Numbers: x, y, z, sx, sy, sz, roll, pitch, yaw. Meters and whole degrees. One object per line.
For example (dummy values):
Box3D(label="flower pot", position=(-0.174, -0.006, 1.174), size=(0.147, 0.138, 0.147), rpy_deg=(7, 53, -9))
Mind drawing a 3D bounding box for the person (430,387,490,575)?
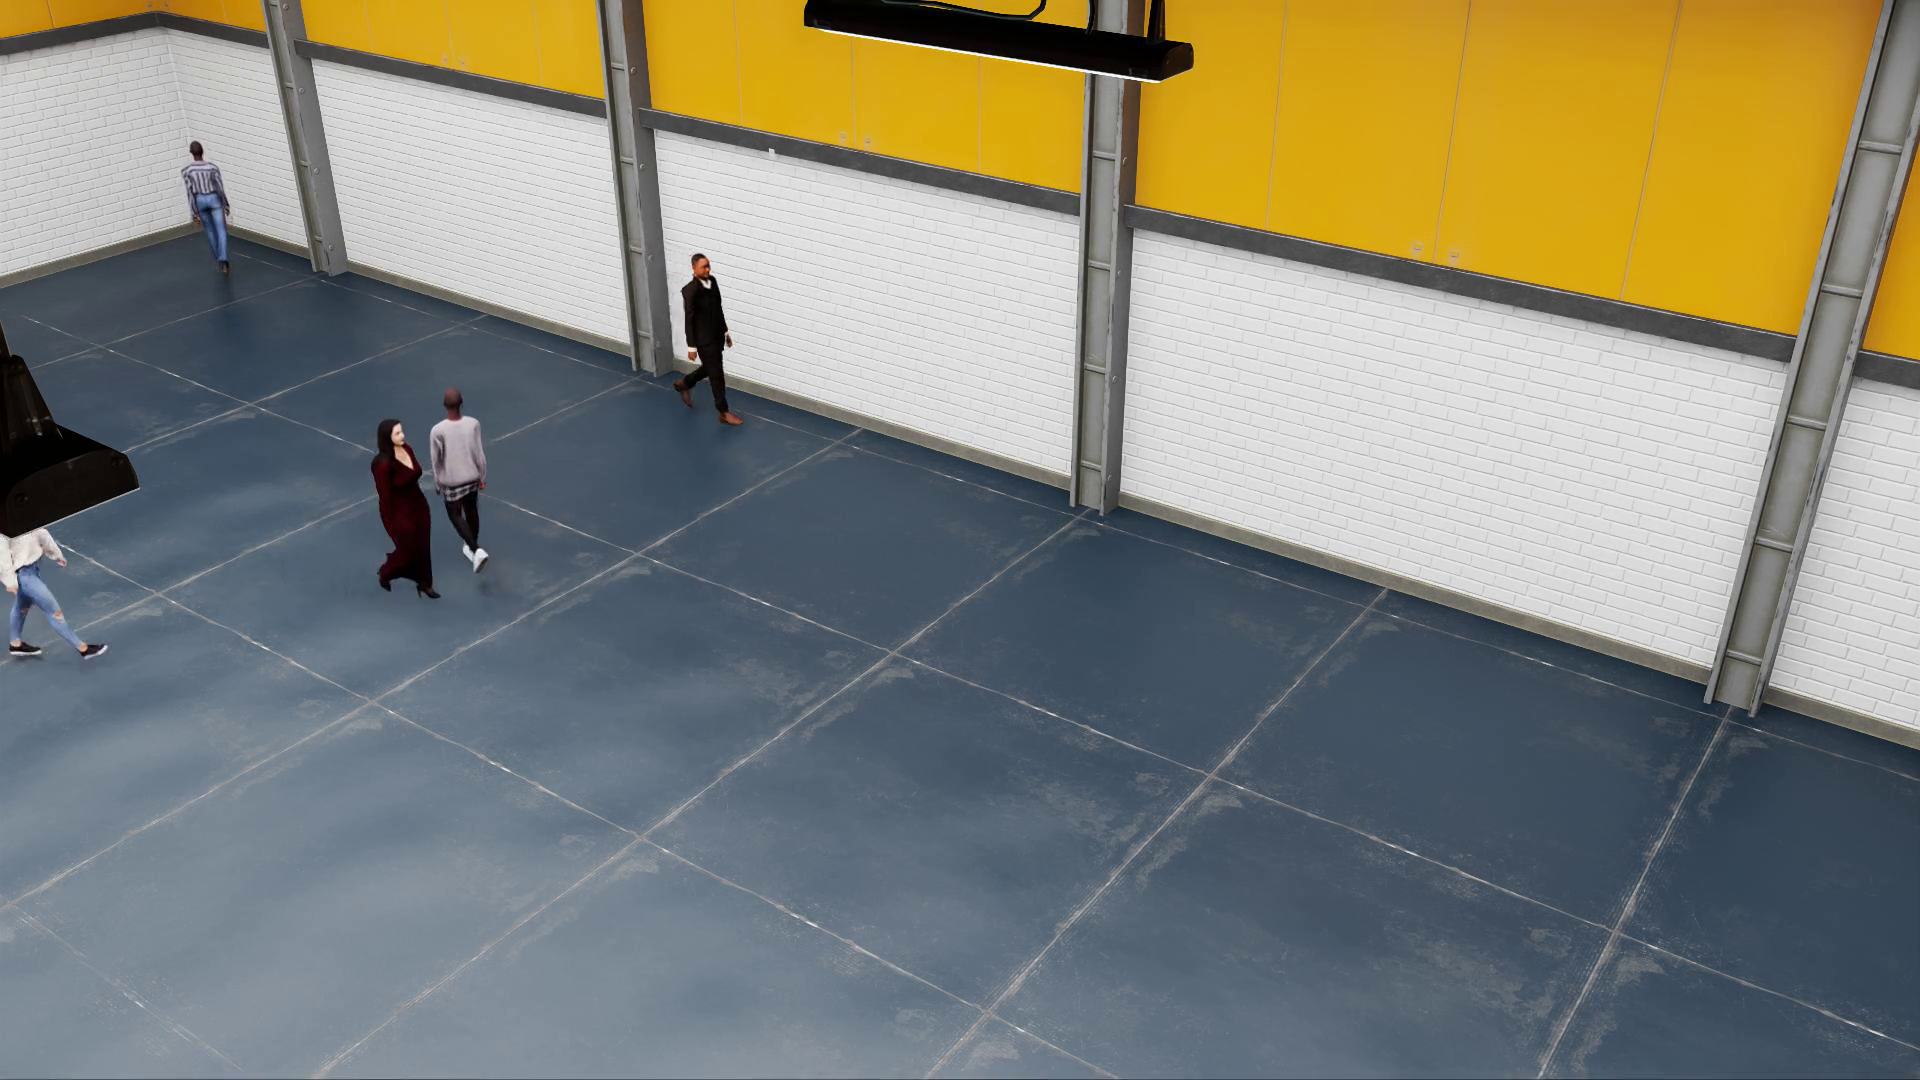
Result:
Box3D(label="person", position=(-4.444, -0.508, 14.893), size=(0.807, 1.758, 1.036), rpy_deg=(-19, 34, -31))

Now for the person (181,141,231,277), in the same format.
Box3D(label="person", position=(-9.863, -4.324, 21.884), size=(1.030, 1.762, 1.211), rpy_deg=(-11, 31, -19))

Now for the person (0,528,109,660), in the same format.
Box3D(label="person", position=(-7.691, 0.279, 13.570), size=(1.193, 1.642, 1.022), rpy_deg=(1, 29, 1))

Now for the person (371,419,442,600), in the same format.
Box3D(label="person", position=(-4.893, -0.238, 14.411), size=(0.890, 1.745, 0.814), rpy_deg=(7, 29, 12))

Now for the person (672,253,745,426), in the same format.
Box3D(label="person", position=(-2.764, -2.173, 17.824), size=(1.262, 1.875, 0.830), rpy_deg=(13, 31, 22))
